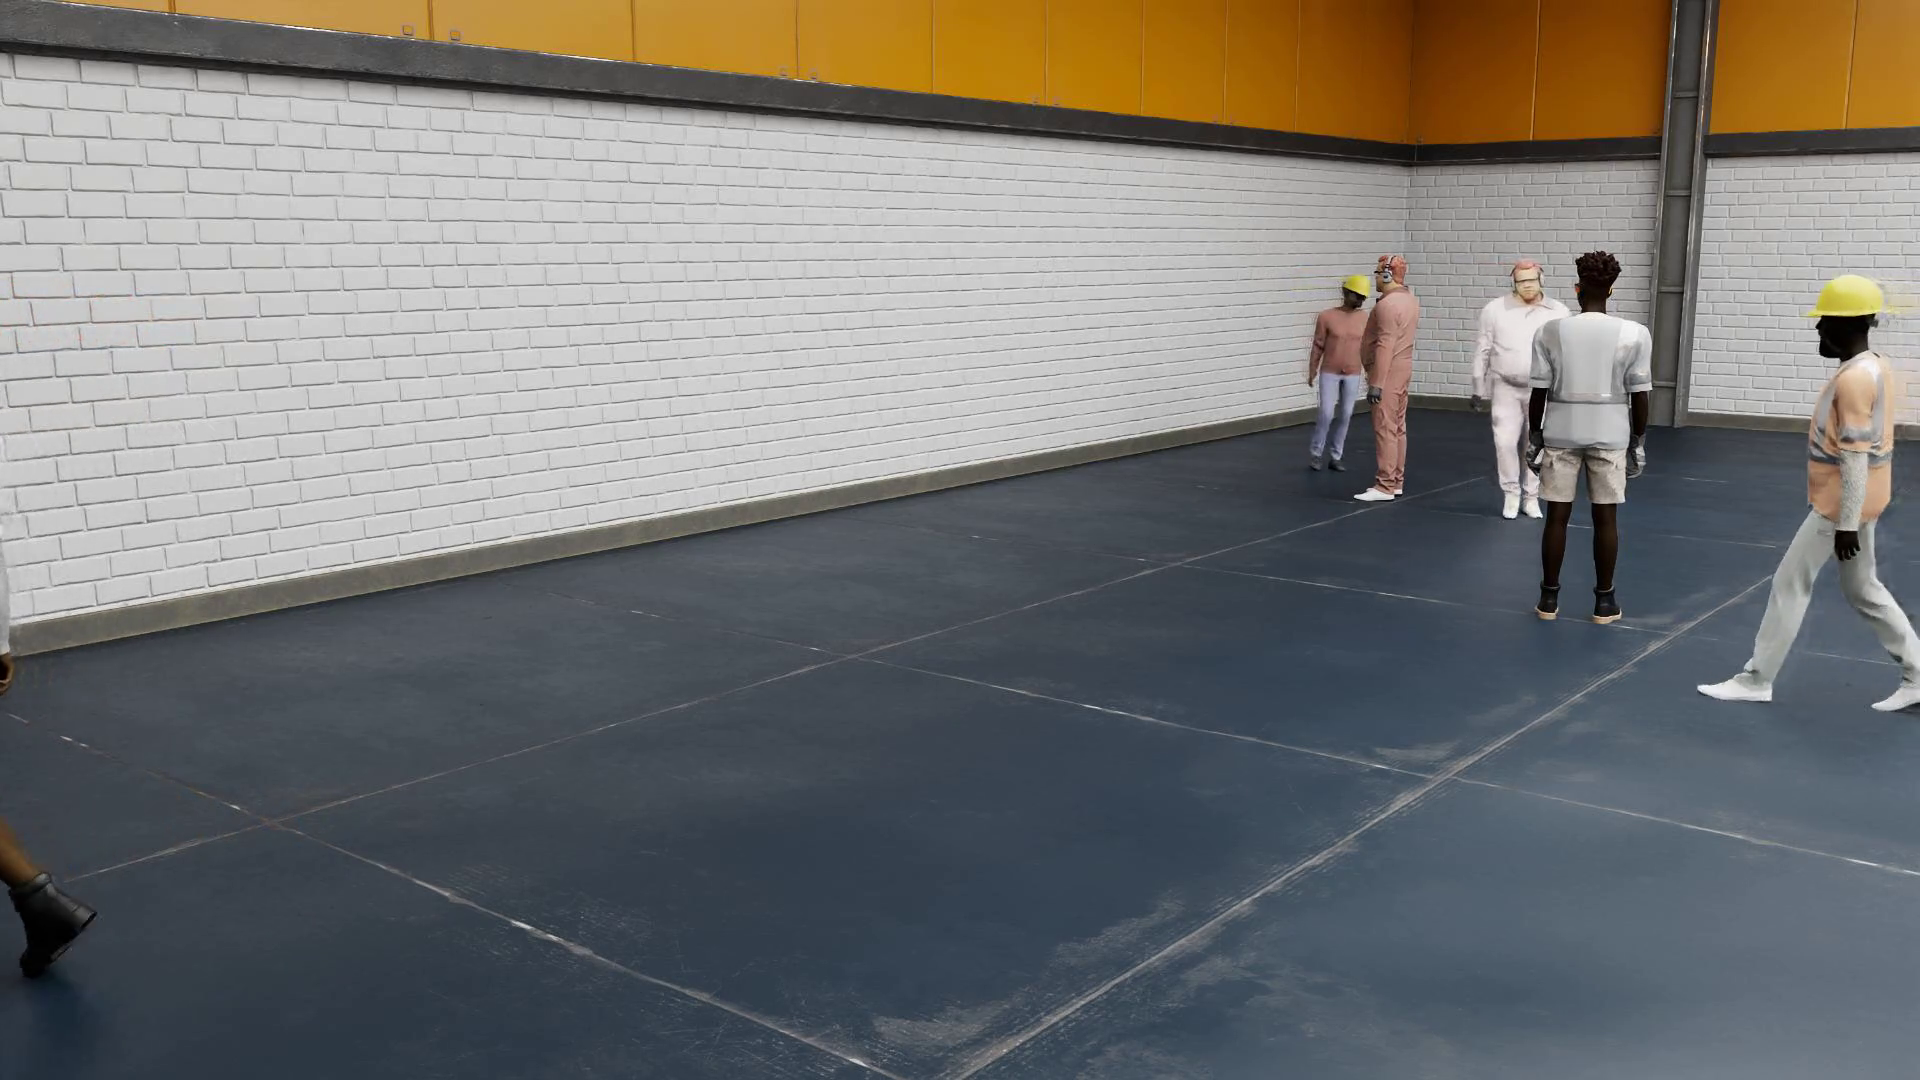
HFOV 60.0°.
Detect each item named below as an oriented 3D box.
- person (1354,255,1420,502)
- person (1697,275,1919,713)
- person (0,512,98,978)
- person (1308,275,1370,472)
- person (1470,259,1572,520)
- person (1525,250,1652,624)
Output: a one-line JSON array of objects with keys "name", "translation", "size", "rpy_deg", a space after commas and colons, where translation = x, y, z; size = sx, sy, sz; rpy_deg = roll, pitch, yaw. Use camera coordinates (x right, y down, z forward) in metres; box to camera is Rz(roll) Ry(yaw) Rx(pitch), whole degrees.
[{"name": "person", "translation": [3.314, -1.254, 12.952], "size": [0.408, 1.907, 0.647], "rpy_deg": [6, 12, 30]}, {"name": "person", "translation": [3.781, -0.184, 7.094], "size": [0.951, 1.886, 0.601], "rpy_deg": [7, 12, 34]}, {"name": "person", "translation": [-2.801, 0.267, 4.538], "size": [0.905, 1.906, 0.552], "rpy_deg": [2, 10, 12]}, {"name": "person", "translation": [3.327, -1.437, 14.450], "size": [0.542, 1.725, 0.507], "rpy_deg": [-1, 10, -3]}, {"name": "person", "translation": [4.099, -1.072, 12.004], "size": [0.779, 1.876, 0.599], "rpy_deg": [2, 11, 13]}, {"name": "person", "translation": [3.316, -0.537, 8.809], "size": [0.613, 1.965, 0.361], "rpy_deg": [4, 11, 23]}]
